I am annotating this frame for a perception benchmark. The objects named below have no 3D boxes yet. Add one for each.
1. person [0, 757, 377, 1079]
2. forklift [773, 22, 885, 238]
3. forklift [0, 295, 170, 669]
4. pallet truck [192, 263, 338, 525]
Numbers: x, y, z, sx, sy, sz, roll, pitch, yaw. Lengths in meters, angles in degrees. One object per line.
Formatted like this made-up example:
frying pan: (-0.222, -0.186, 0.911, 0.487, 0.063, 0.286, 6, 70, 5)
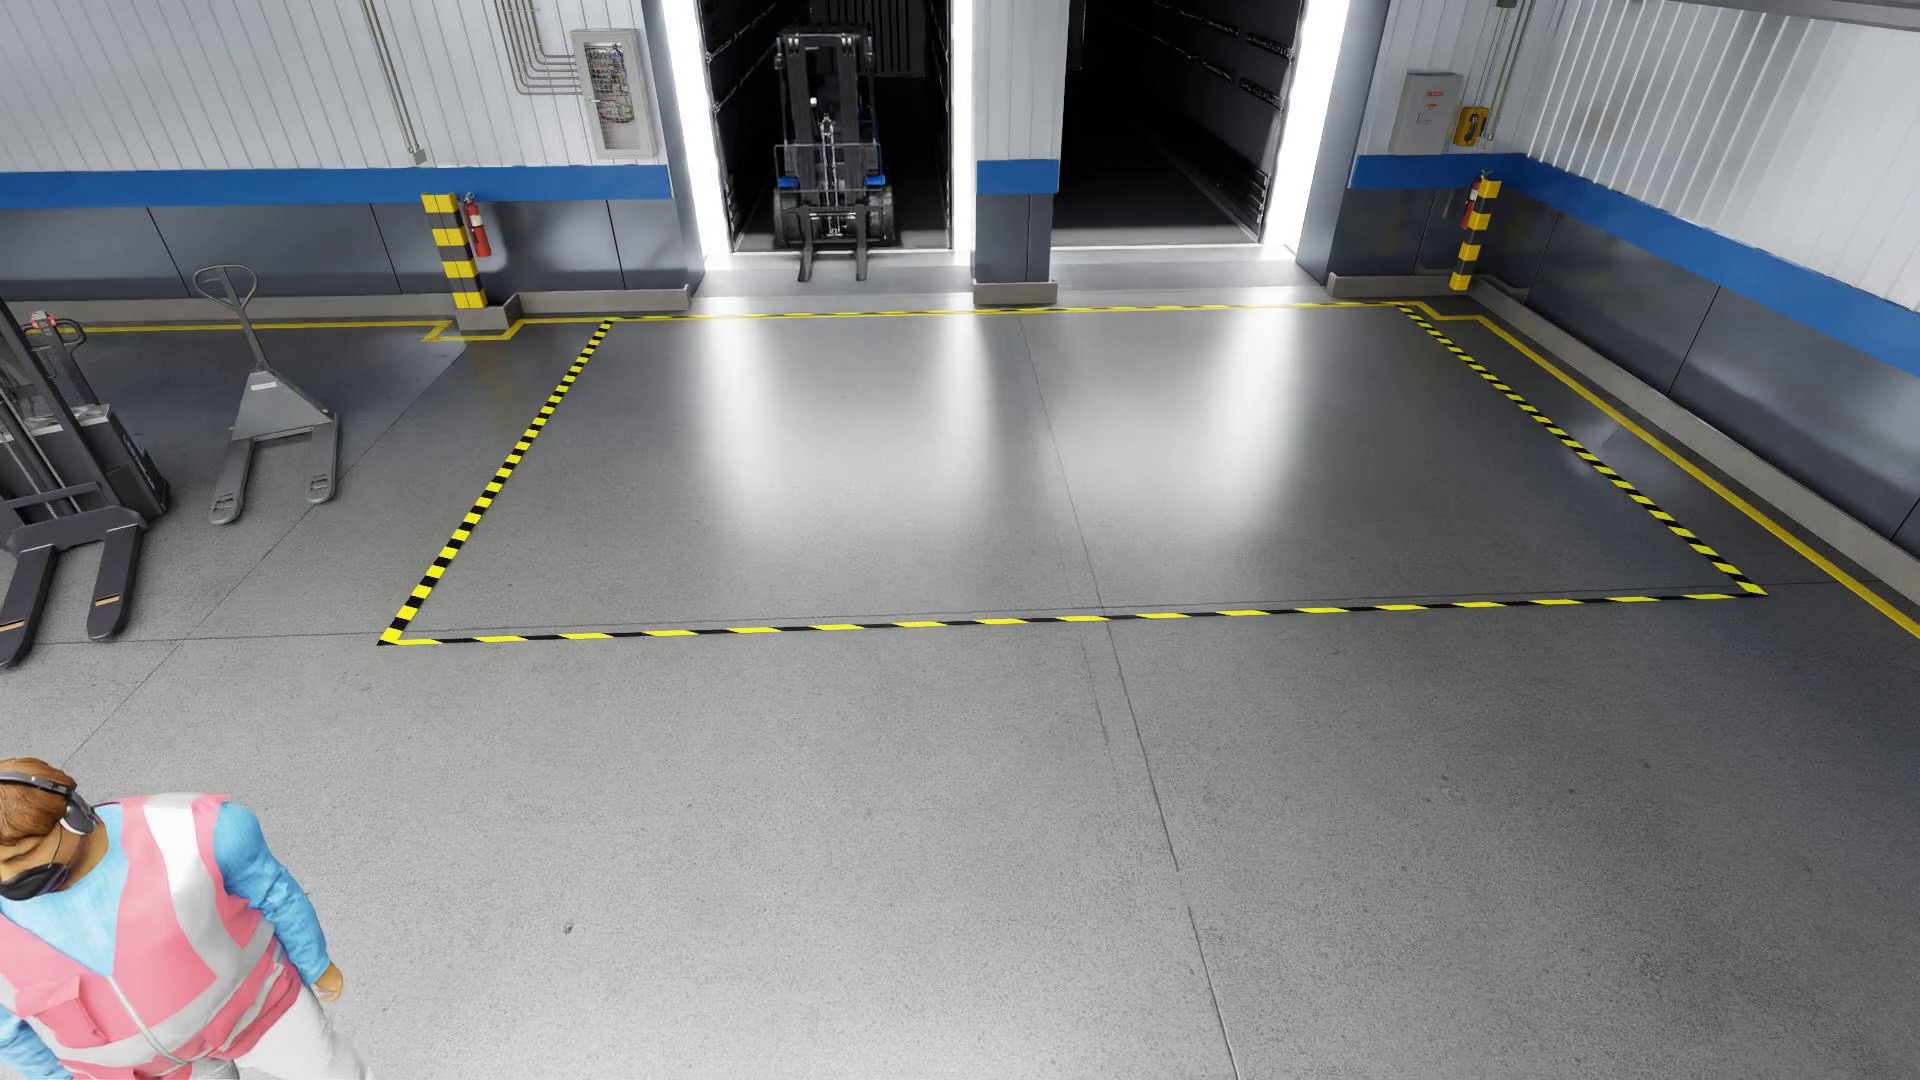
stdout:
person: (-1.957, 1.234, 2.353, 0.633, 1.839, 0.429, -22, 40, -28)
forklift: (-1.472, -4.784, 10.536, 1.157, 2.036, 2.680, -3, 35, -4)
forklift: (-5.212, -0.618, 4.878, 0.823, 1.965, 1.885, -20, 39, -26)
pallet truck: (-4.778, -1.027, 6.128, 0.680, 1.201, 1.601, -17, 38, -23)
